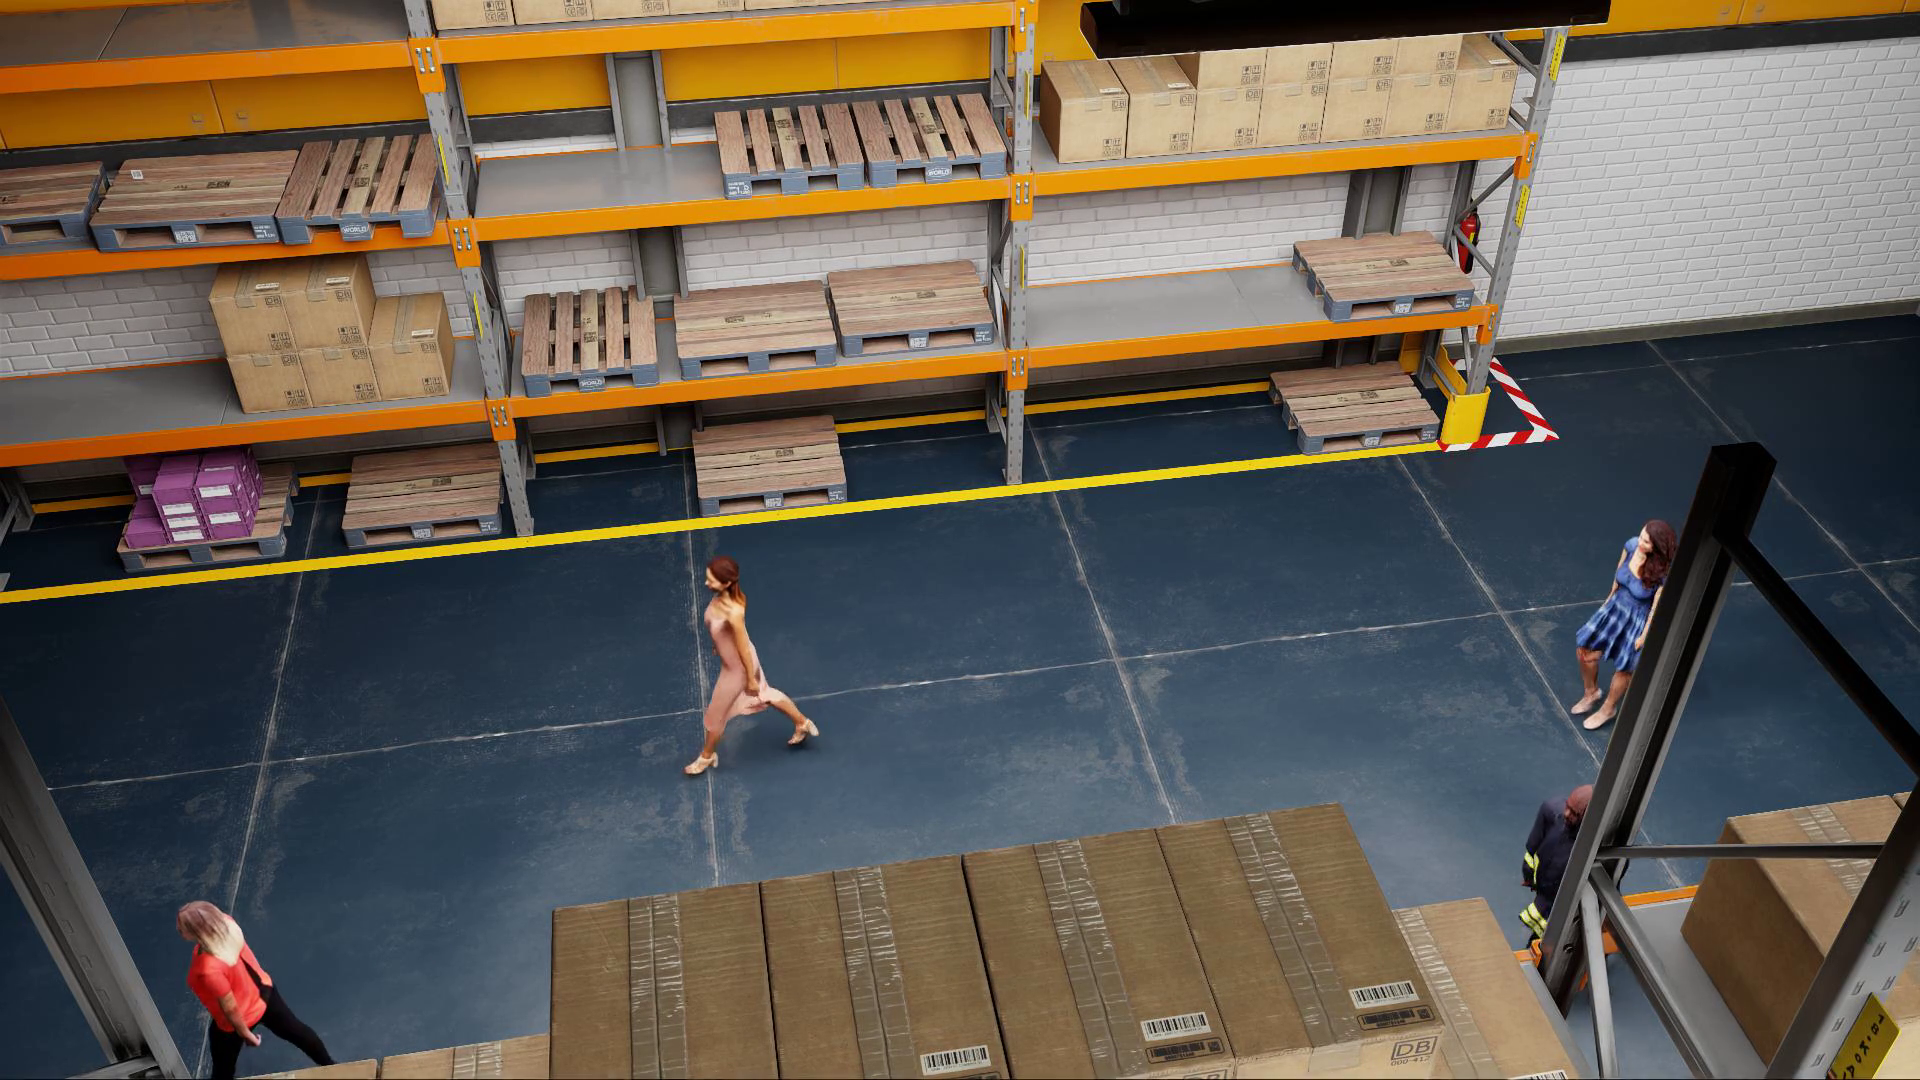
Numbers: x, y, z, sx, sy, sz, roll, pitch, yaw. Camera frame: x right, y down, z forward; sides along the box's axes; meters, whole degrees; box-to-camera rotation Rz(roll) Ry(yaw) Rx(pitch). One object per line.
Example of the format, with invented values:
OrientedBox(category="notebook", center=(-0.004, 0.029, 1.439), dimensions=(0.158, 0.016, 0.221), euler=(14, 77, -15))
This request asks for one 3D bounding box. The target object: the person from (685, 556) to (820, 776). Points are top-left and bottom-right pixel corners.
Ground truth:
OrientedBox(category="person", center=(-1.349, 0.806, 10.845), dimensions=(1.190, 1.782, 0.729), euler=(-11, 40, -13))

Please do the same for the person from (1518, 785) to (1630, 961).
OrientedBox(category="person", center=(3.527, 1.966, 9.396), dimensions=(1.233, 1.776, 0.952), euler=(-18, 42, -21))

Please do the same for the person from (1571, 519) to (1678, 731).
OrientedBox(category="person", center=(4.512, 0.567, 11.131), dimensions=(0.770, 1.799, 0.739), euler=(-14, 41, -17))

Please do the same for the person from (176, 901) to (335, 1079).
OrientedBox(category="person", center=(-3.706, 2.478, 8.860), dimensions=(1.115, 1.646, 0.673), euler=(-3, 39, -3))
